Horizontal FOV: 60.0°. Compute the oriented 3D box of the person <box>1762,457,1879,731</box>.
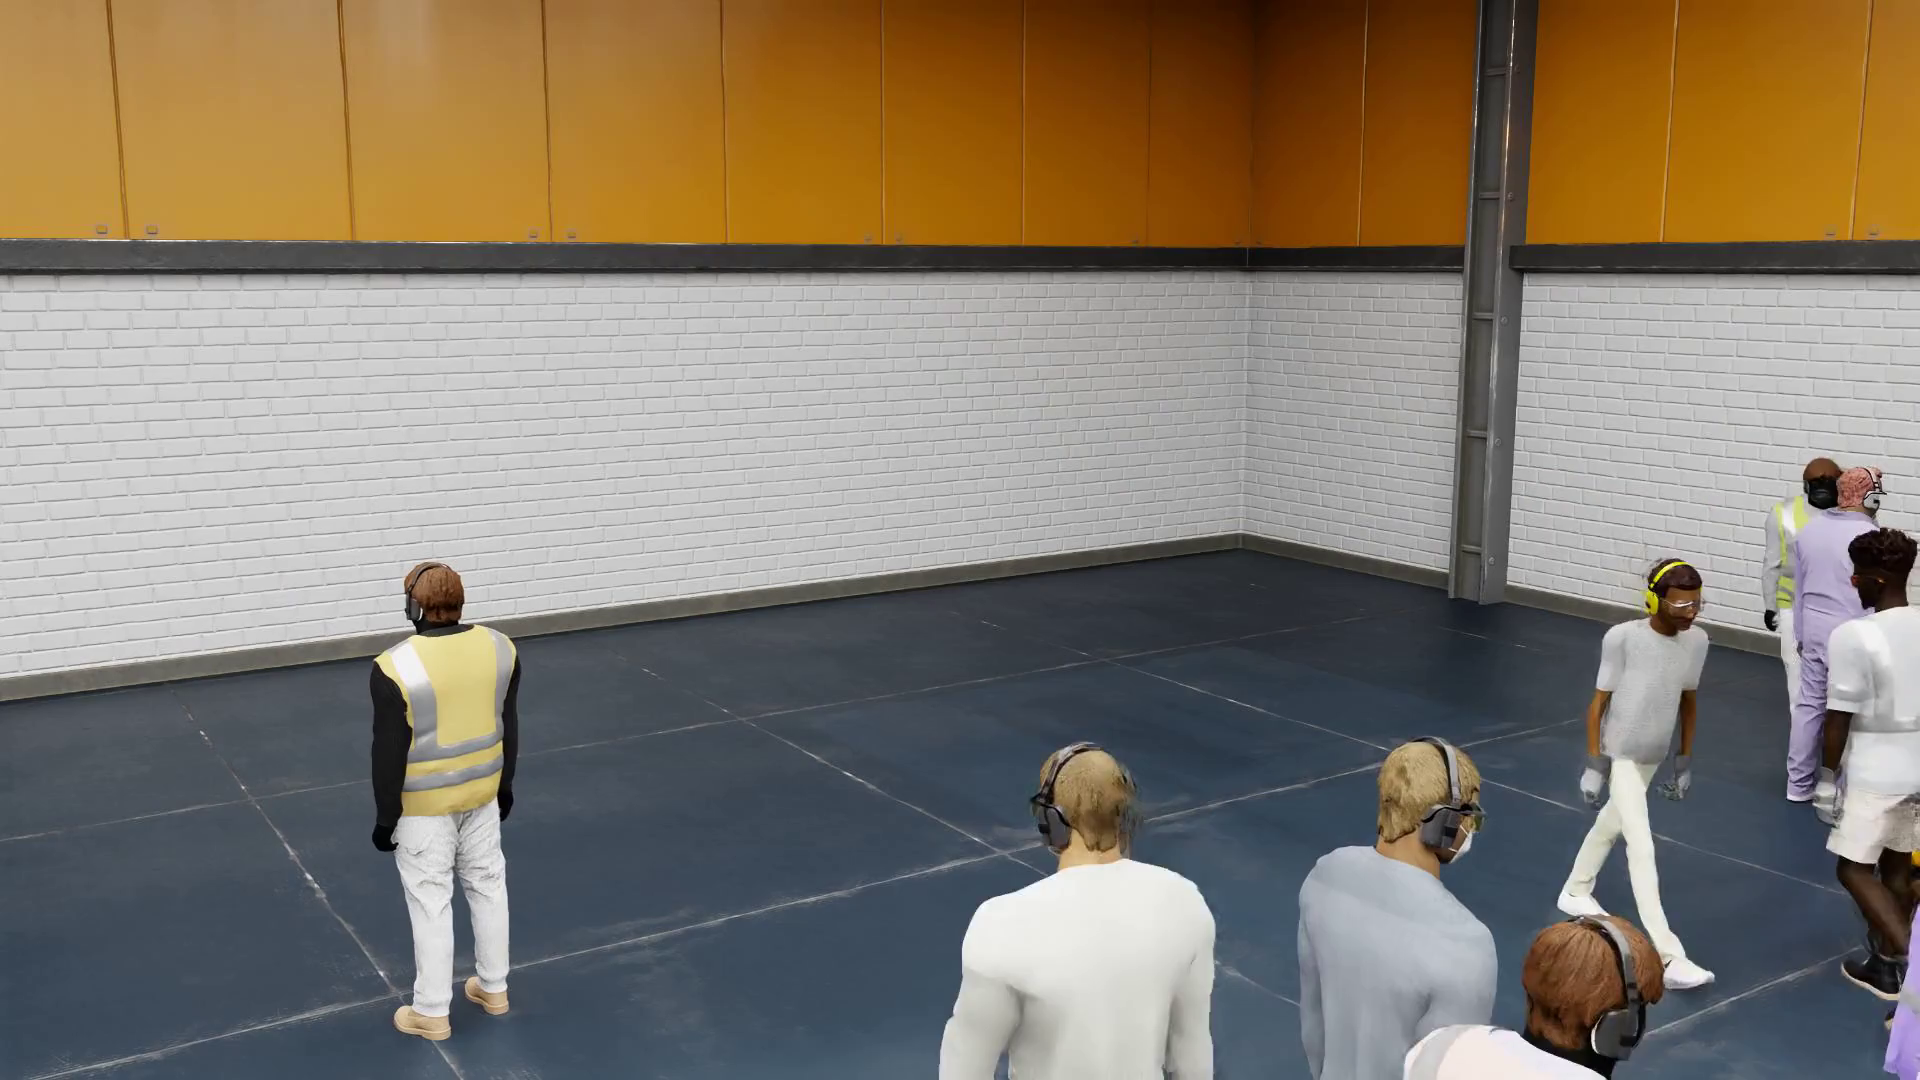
[{"bbox_3d":[5.232,0.385,10.167,0.641,1.821,0.574,4,10,25],"label":"person"}]

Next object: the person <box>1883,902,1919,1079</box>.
[{"bbox_3d":[2.533,1.393,4.138,0.863,1.813,0.579,1,10,8],"label":"person"}]

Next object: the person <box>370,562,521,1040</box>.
[{"bbox_3d":[-1.994,0.993,6.425,0.429,1.842,0.633,8,12,38],"label":"person"}]

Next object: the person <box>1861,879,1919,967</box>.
[{"bbox_3d":[4.077,0.917,6.655,0.548,1.917,0.620,-4,10,-25],"label":"person"}]

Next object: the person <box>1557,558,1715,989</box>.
[{"bbox_3d":[2.894,0.933,7.032,0.533,1.759,1.121,-3,10,-19],"label":"person"}]

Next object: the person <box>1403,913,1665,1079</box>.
[{"bbox_3d":[1.049,1.564,3.043,0.435,1.821,0.664,-6,11,-32],"label":"person"}]

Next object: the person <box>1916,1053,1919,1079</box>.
[{"bbox_3d":[2.195,1.536,3.307,0.601,1.800,0.601,-1,9,-6],"label":"person"}]

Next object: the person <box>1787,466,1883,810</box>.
[{"bbox_3d":[4.762,0.547,8.948,0.399,1.900,0.645,-2,10,-12],"label":"person"}]

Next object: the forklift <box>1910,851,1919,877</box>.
[{"bbox_3d":[5.511,0.571,7.906,2.313,2.155,1.214,-6,11,-33],"label":"forklift"}]

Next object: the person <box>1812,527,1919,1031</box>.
[{"bbox_3d":[3.724,0.939,6.508,0.642,1.928,0.767,-2,10,-12],"label":"person"}]

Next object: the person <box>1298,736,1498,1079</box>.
[{"bbox_3d":[0.997,1.388,3.768,0.372,1.934,0.627,-4,10,-21],"label":"person"}]

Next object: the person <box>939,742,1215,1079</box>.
[{"bbox_3d":[0.280,1.397,3.878,0.632,1.890,1.014,-6,11,-33],"label":"person"}]
